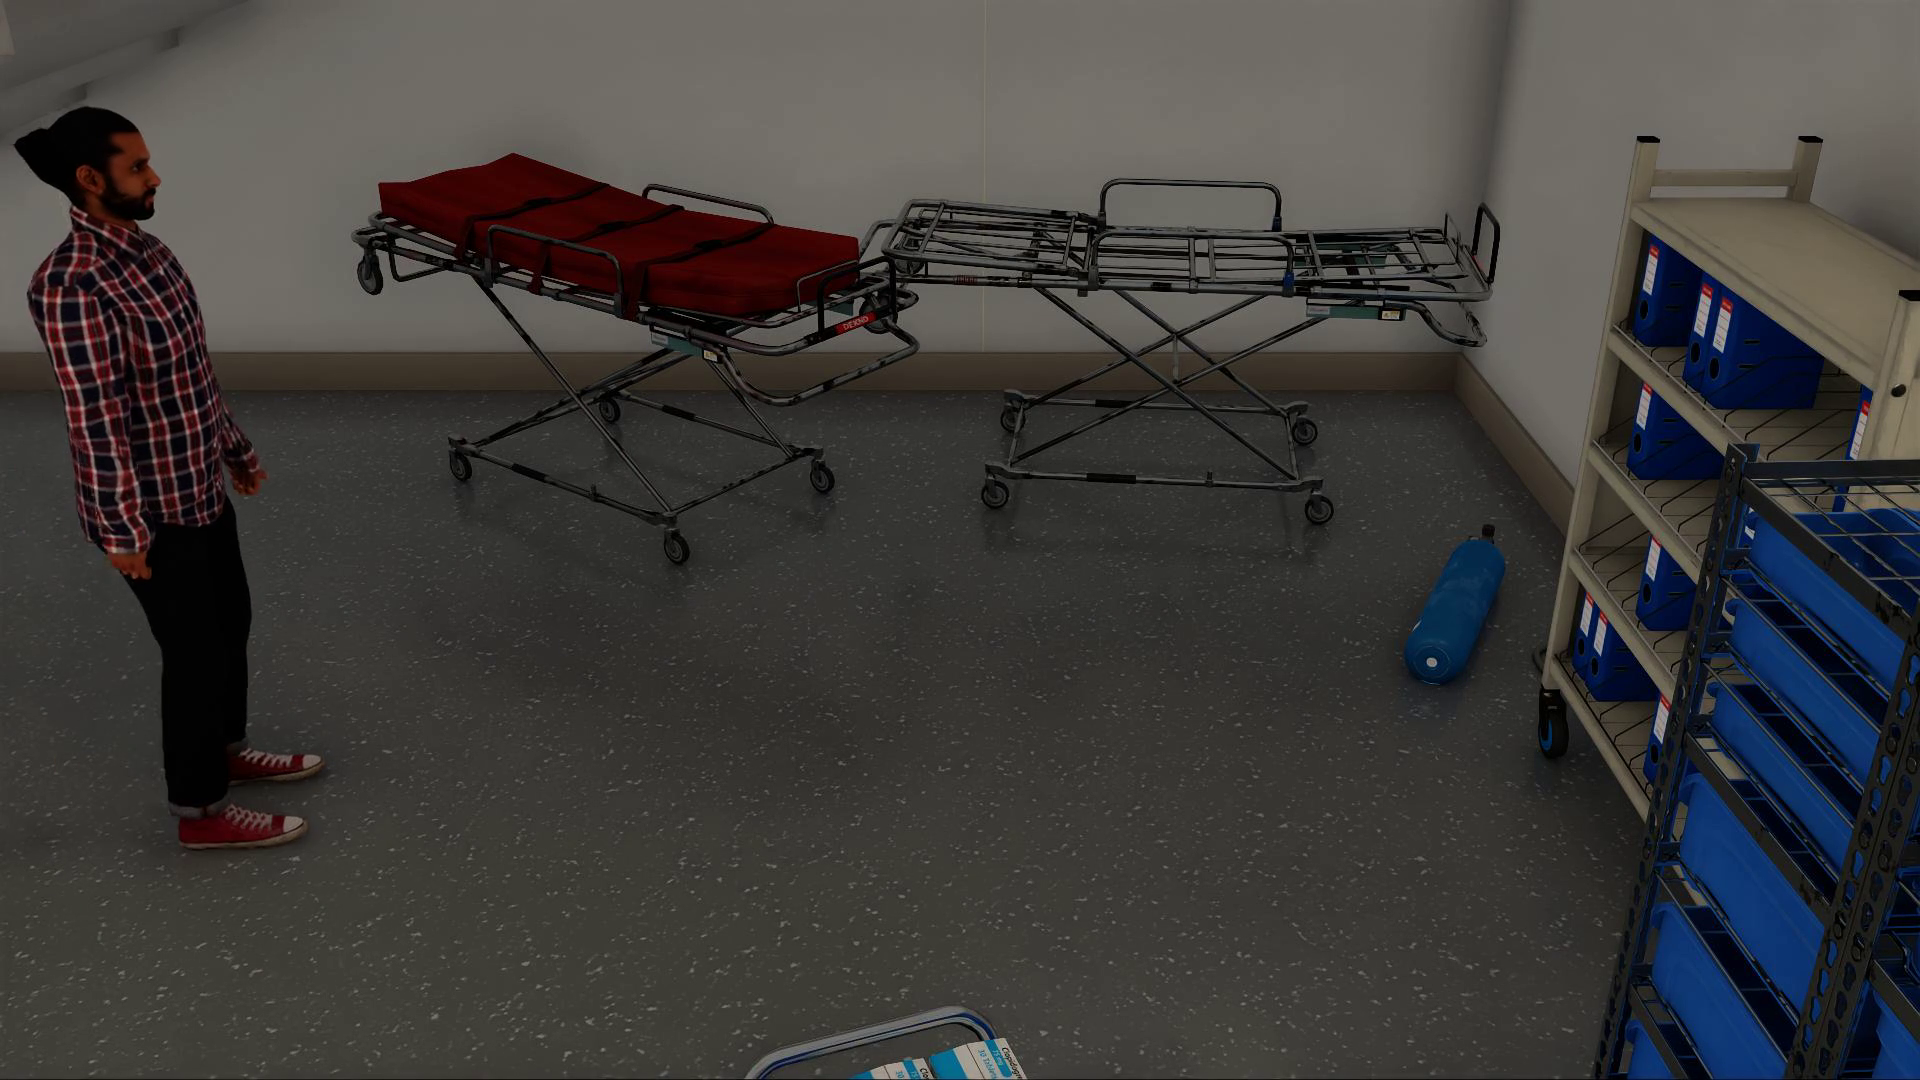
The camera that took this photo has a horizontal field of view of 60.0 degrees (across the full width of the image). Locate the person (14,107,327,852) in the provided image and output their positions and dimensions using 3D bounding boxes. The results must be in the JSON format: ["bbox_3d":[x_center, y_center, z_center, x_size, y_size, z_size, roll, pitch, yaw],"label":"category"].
[{"bbox_3d":[-1.889,-0.117,3.892,0.660,1.757,0.748,-3,26,-6],"label":"person"}]
